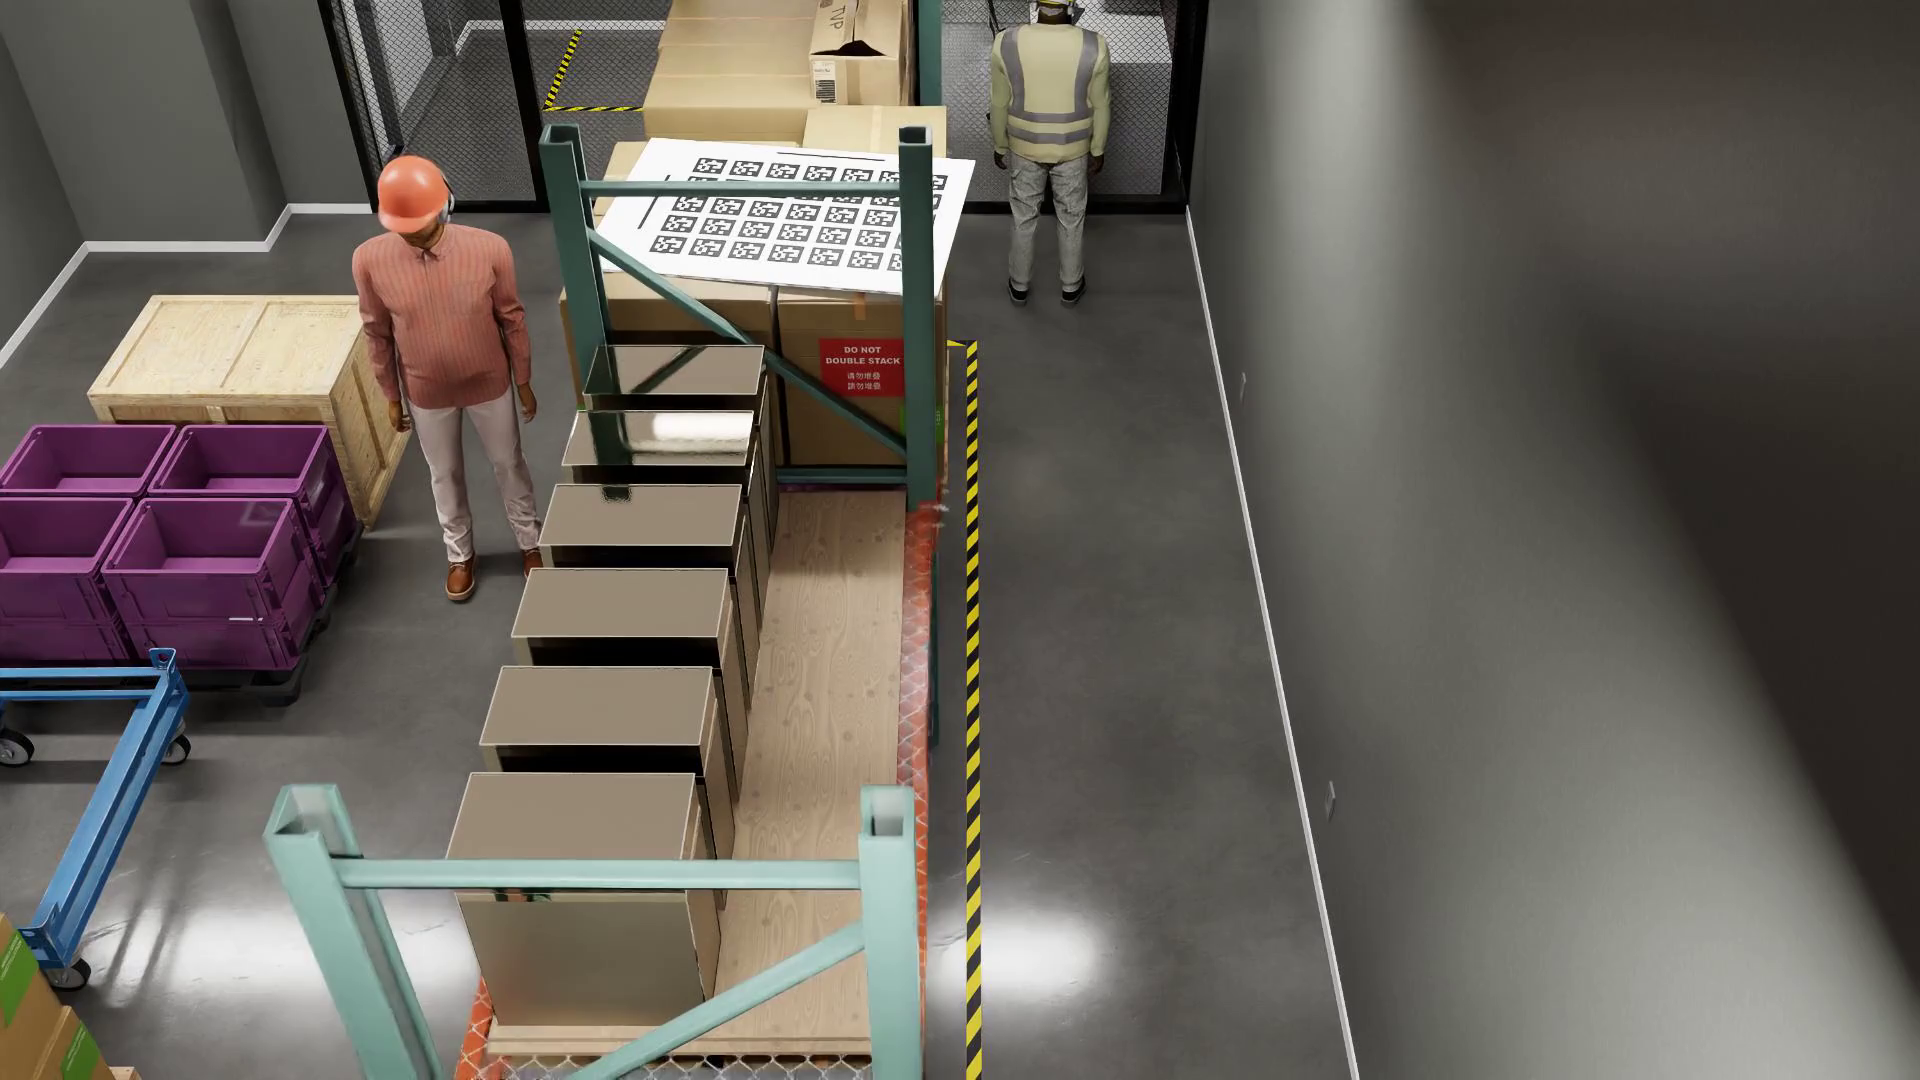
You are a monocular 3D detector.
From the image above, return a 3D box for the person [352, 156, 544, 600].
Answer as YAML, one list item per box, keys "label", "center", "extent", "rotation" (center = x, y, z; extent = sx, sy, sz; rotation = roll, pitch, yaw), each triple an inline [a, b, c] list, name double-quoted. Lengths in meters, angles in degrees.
- label: "person"
  center: [-1.977, -0.615, 6.553]
  extent: [0.611, 1.987, 0.383]
  rotation: [-10, 42, -11]

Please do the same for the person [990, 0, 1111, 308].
- label: "person"
  center: [0.443, -1.985, 8.234]
  extent: [0.590, 1.833, 0.403]
  rotation: [3, 41, 3]
